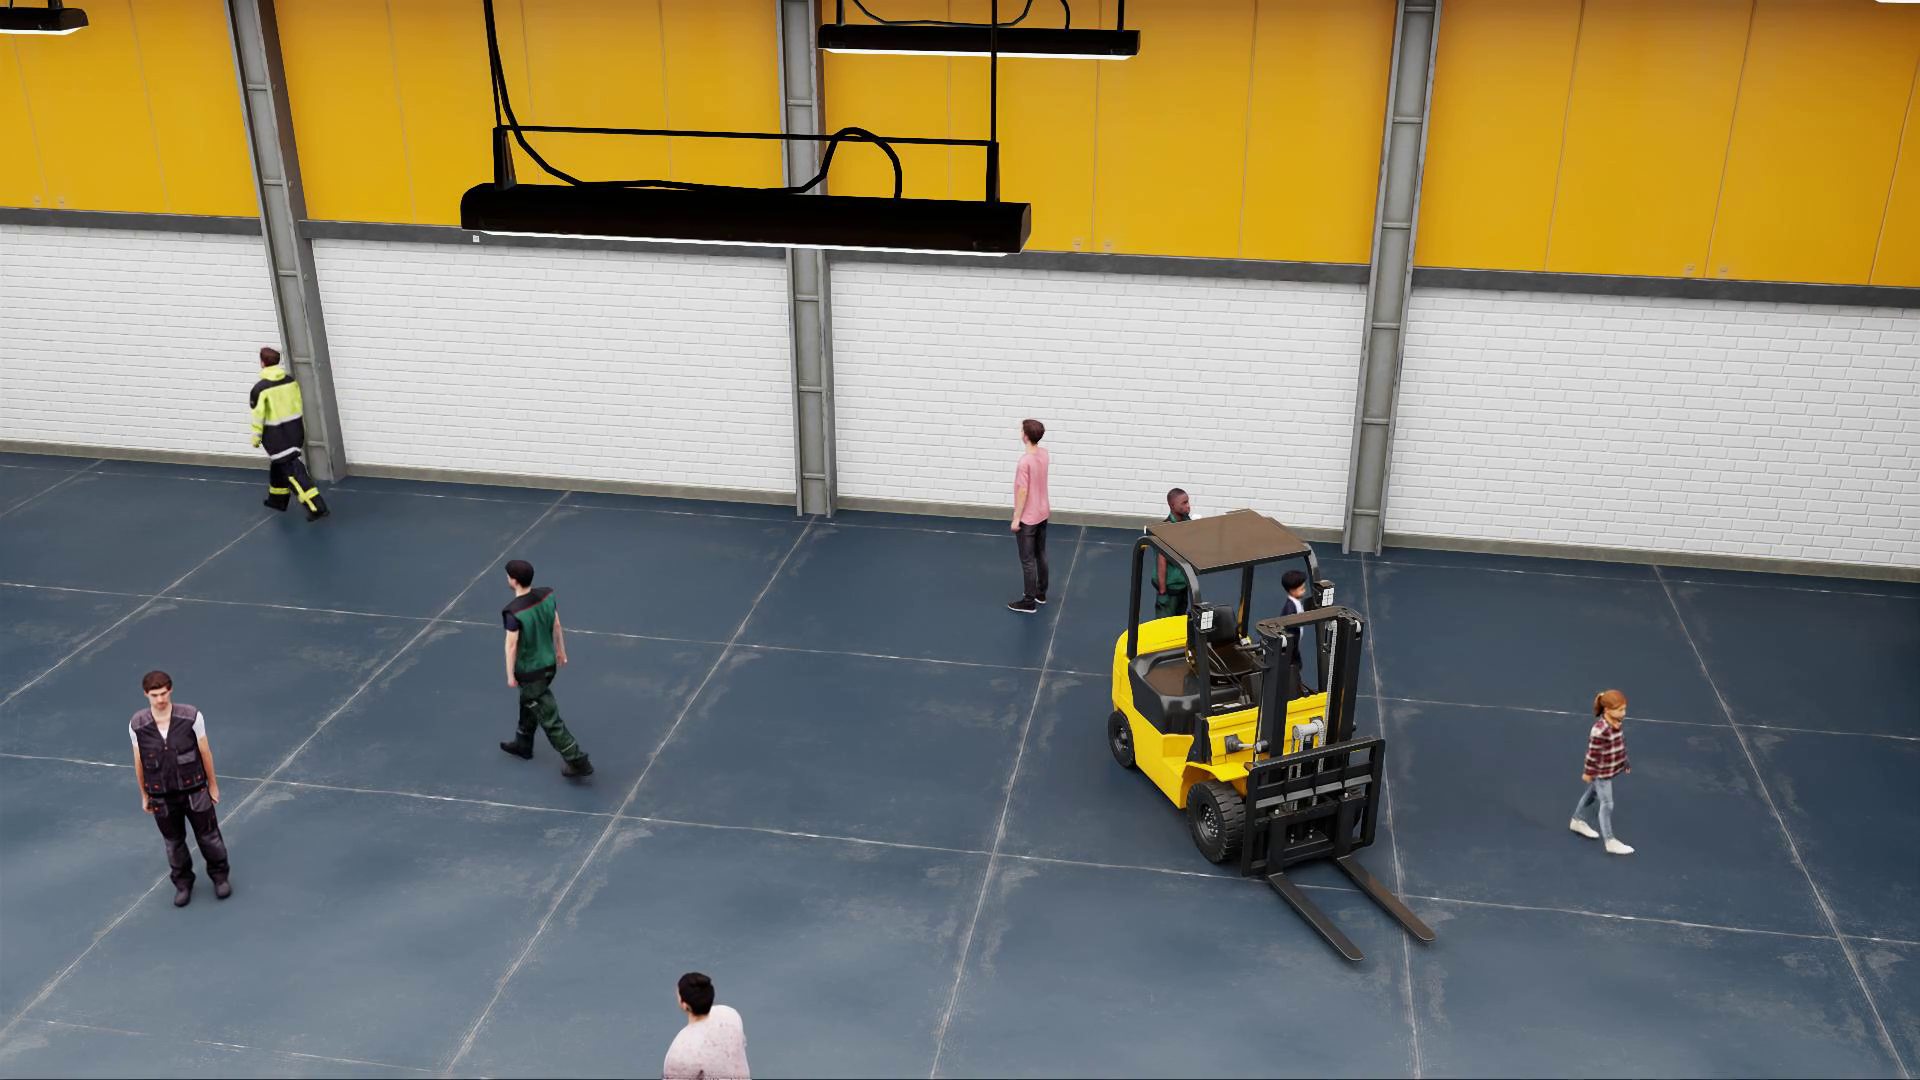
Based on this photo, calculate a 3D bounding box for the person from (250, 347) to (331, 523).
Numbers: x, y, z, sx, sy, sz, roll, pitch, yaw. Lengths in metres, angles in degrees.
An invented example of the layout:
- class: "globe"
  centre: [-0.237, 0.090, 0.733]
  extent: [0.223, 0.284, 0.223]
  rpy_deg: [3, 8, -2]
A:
- class: "person"
  centre: [-7.325, -1.098, 18.129]
  extent: [1.337, 1.932, 0.924]
  rpy_deg: [9, 25, 19]

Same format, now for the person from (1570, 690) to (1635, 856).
- class: "person"
  centre: [4.797, 1.690, 12.556]
  extent: [0.868, 1.287, 0.763]
  rpy_deg: [21, 31, 40]

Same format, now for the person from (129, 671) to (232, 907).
- class: "person"
  centre: [-5.518, 1.740, 11.748]
  extent: [0.697, 1.843, 0.811]
  rpy_deg: [-8, 25, -17]

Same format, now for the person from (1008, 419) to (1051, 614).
- class: "person"
  centre: [0.703, -0.244, 16.144]
  extent: [0.684, 1.958, 0.704]
  rpy_deg: [15, 28, 30]

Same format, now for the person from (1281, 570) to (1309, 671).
- class: "person"
  centre: [2.850, 0.826, 14.618]
  extent: [0.535, 1.218, 0.544]
  rpy_deg: [8, 25, 19]

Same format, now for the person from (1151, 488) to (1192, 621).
- class: "person"
  centre: [1.895, 0.390, 14.842]
  extent: [0.745, 1.839, 0.772]
  rpy_deg: [15, 27, 30]

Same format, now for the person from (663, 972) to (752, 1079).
- class: "person"
  centre: [-1.327, 3.046, 8.890]
  extent: [0.776, 1.739, 0.774]
  rpy_deg: [16, 28, 32]

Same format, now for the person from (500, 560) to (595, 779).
- class: "person"
  centre: [-3.317, 1.069, 13.273]
  extent: [1.300, 1.852, 0.891]
  rpy_deg: [10, 26, 22]
